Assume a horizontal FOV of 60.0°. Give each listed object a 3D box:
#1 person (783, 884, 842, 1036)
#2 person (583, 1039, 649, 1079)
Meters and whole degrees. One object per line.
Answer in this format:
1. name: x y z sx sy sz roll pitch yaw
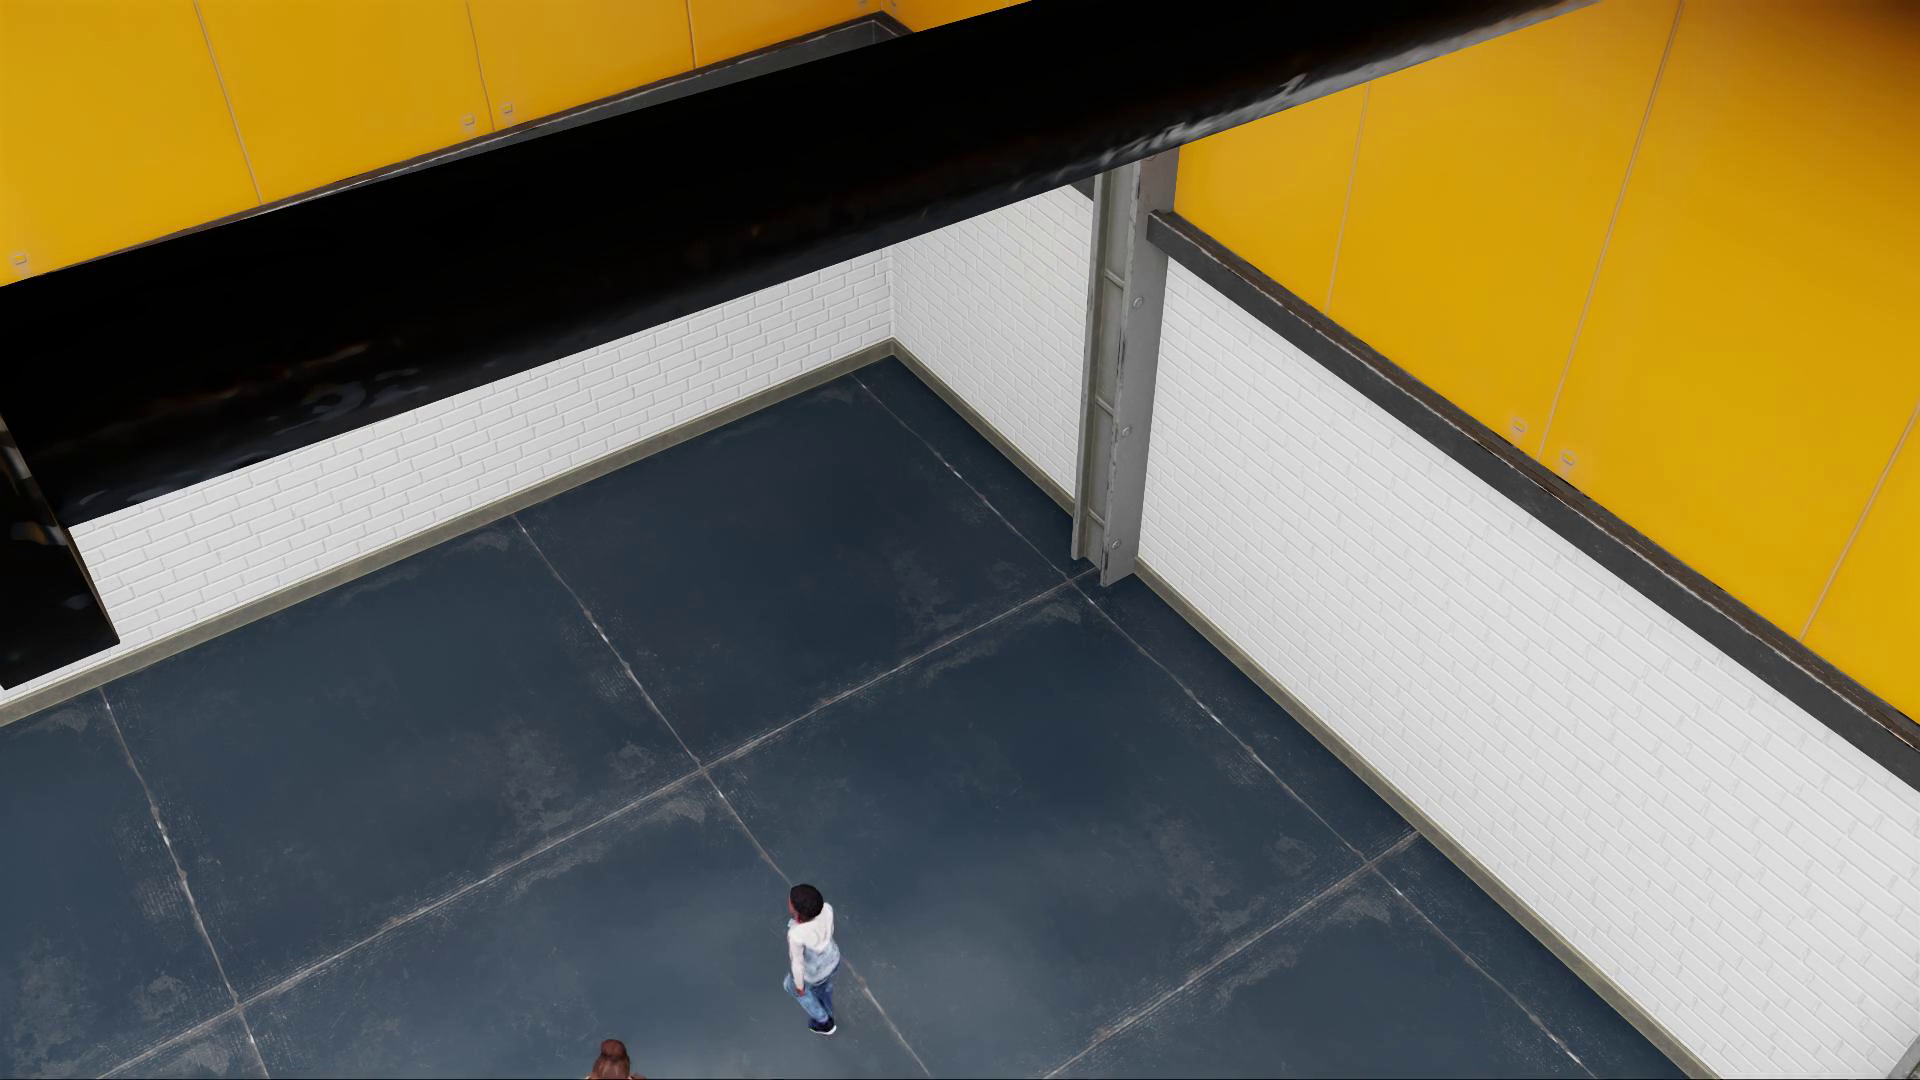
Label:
1. person: -0.752 2.303 8.971 0.593 1.250 0.548 31 52 28
2. person: -1.574 2.843 8.128 1.089 1.631 1.122 9 44 10
